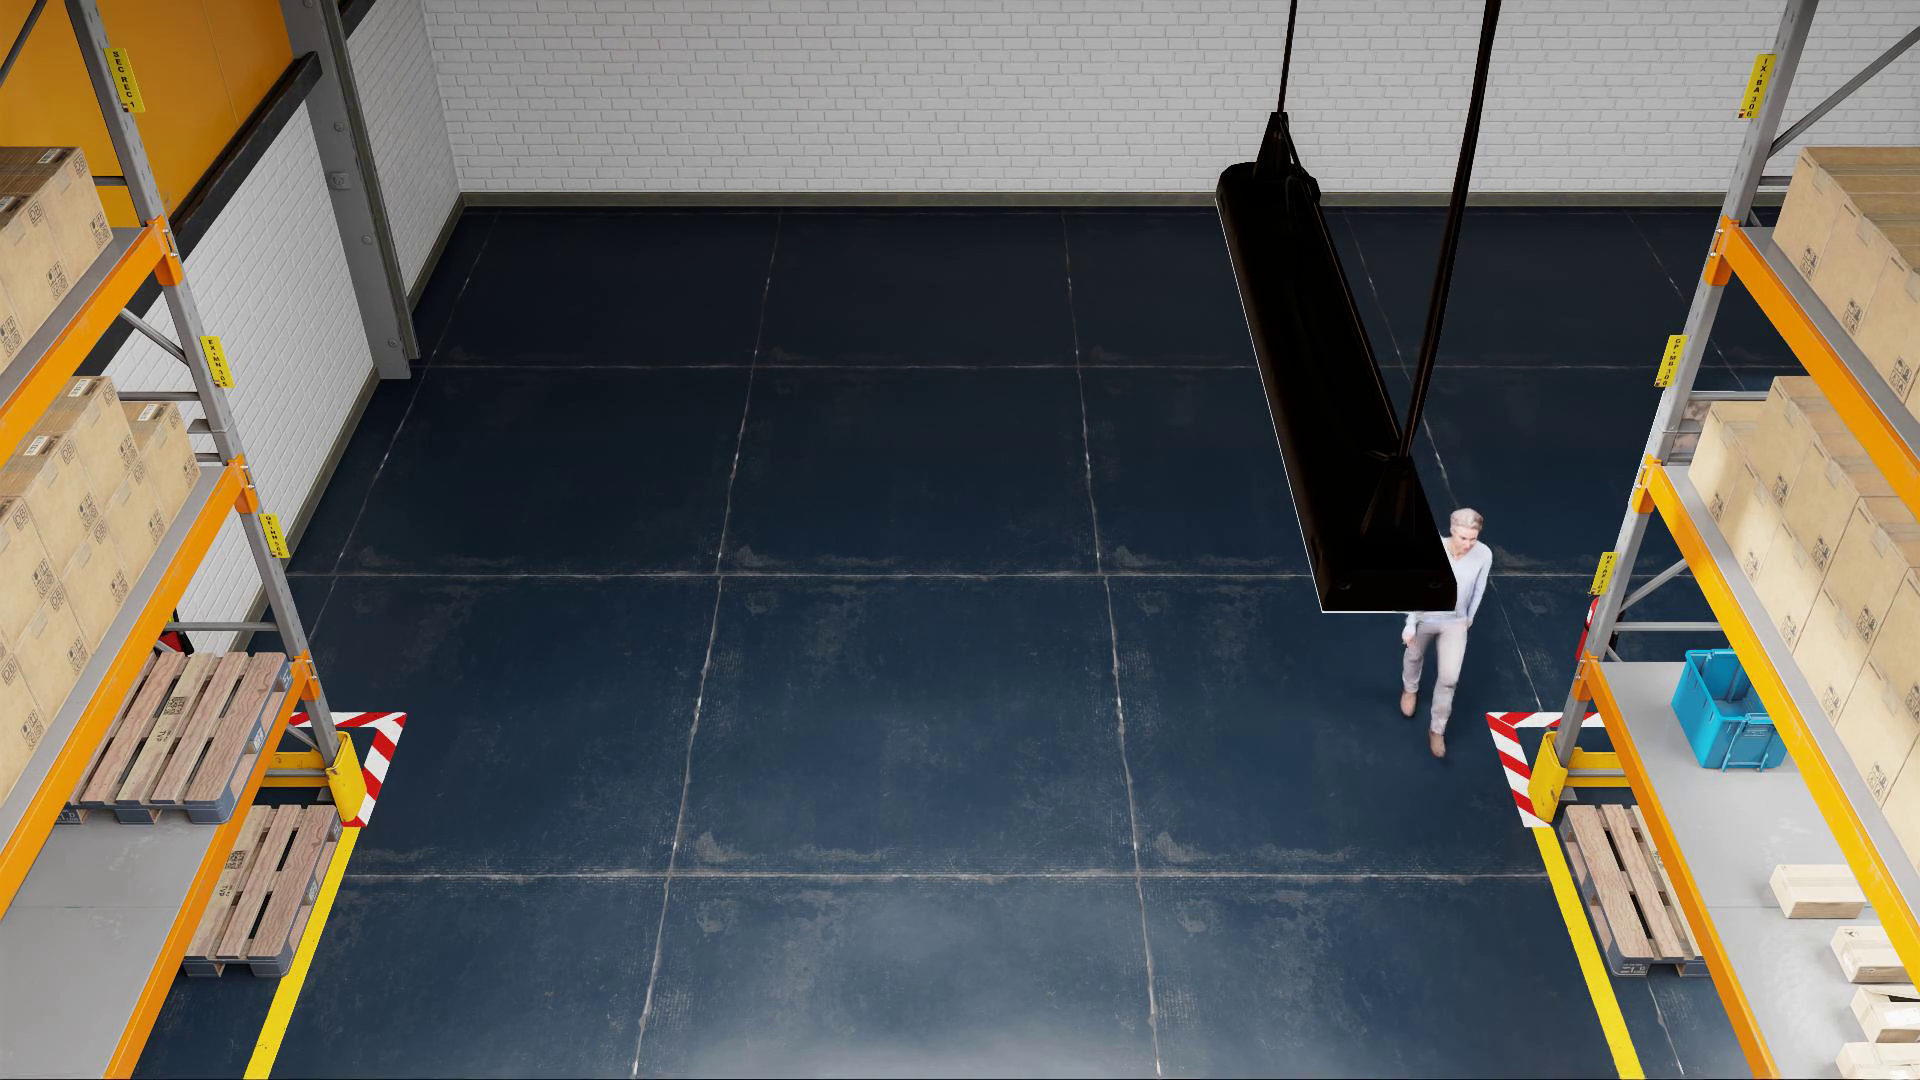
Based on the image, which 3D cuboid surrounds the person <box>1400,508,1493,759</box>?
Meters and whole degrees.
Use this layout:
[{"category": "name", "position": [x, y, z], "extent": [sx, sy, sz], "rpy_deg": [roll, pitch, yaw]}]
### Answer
[{"category": "person", "position": [3.217, 0.474, 11.240], "extent": [0.759, 1.861, 1.019], "rpy_deg": [7, 39, 8]}]
